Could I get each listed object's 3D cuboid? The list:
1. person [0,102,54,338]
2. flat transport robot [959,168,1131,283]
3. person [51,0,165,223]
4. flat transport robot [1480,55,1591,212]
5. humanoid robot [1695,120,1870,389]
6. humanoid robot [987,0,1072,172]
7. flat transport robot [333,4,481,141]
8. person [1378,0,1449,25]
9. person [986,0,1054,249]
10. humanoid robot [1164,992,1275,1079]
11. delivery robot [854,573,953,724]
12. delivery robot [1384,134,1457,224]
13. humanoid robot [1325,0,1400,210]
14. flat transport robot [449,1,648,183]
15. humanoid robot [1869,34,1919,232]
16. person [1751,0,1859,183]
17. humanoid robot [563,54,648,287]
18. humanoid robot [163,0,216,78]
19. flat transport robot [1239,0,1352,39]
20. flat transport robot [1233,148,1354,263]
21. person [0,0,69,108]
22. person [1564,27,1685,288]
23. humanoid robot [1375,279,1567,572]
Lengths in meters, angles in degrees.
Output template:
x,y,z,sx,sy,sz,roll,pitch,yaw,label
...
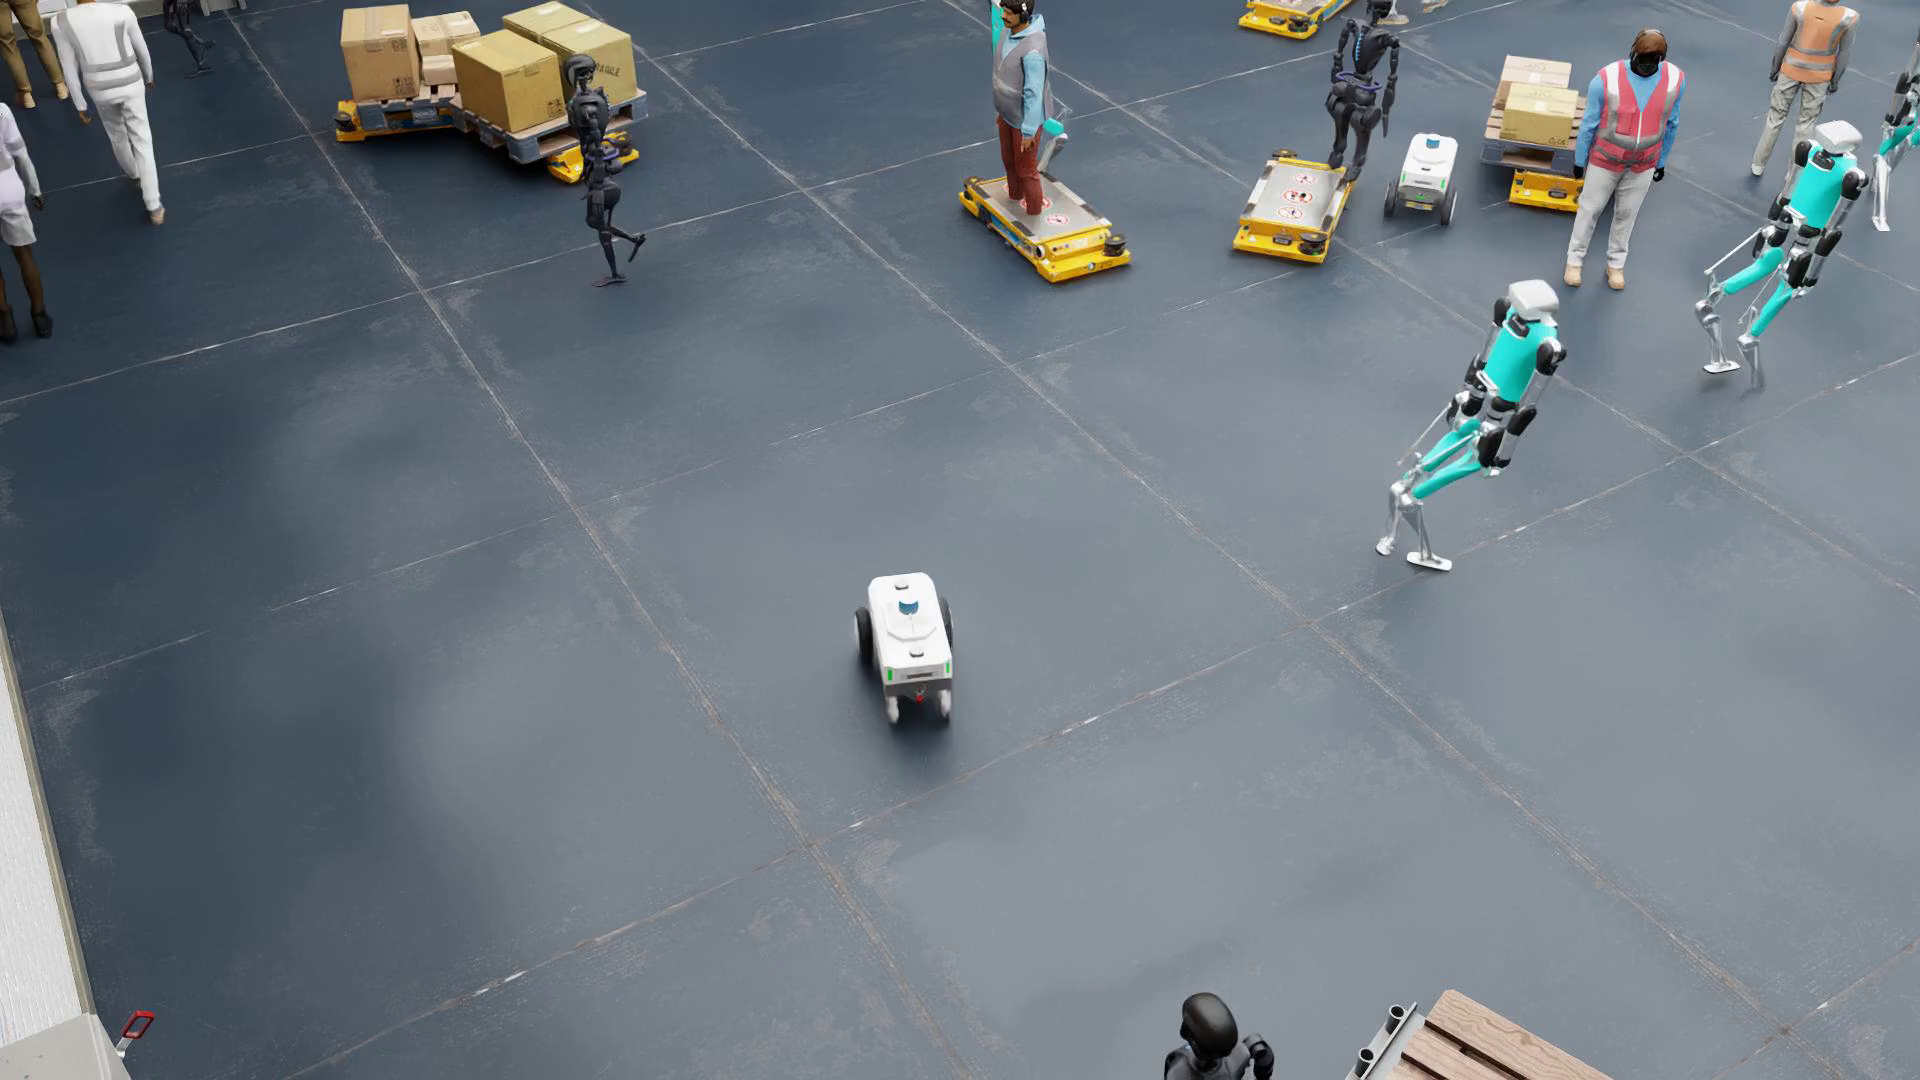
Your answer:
x,y,z,sx,sy,sz,roll,pitch,yaw,label
-6.257,-2.224,10.788,0.560,1.891,0.531,-21,43,-24,person
0.606,-2.351,12.259,0.659,0.231,1.431,-18,42,-21,flat transport robot
-6.209,-3.340,12.238,0.570,1.837,0.940,-12,40,-15,person
4.719,-2.971,13.041,0.659,0.231,1.431,13,40,15,flat transport robot
4.936,-1.668,10.255,0.753,1.833,0.545,-11,40,-13,humanoid robot
0.553,-3.309,12.330,0.713,1.850,0.530,-15,41,-18,humanoid robot
-4.436,-3.597,13.830,1.431,0.231,0.659,-9,39,-11,flat transport robot
4.286,-5.660,15.164,0.908,1.841,0.619,-11,40,-13,person
0.438,-2.995,11.786,0.415,1.872,0.528,-14,41,-17,person
0.811,2.099,5.510,0.589,1.641,0.424,-19,42,-22,humanoid robot
-0.255,0.509,8.409,0.499,0.583,0.767,-6,39,-8,delivery robot
3.525,-2.769,12.550,0.499,0.587,0.777,13,40,15,delivery robot
2.890,-3.229,12.256,0.438,1.655,0.592,-30,47,-32,humanoid robot
-3.289,-3.271,13.419,1.431,0.231,0.659,32,48,34,flat transport robot
6.984,-3.189,12.180,0.551,1.819,0.867,6,39,7,humanoid robot
6.413,-3.520,12.627,0.514,1.639,0.313,22,43,25,person
-2.403,-2.516,11.340,0.469,1.646,0.586,-14,40,-17,humanoid robot
-6.689,-4.783,14.199,0.417,1.644,0.598,-31,48,-33,humanoid robot
3.246,-5.093,15.718,0.659,0.231,1.431,22,43,26,flat transport robot
2.527,-2.515,12.465,0.659,0.231,1.431,13,40,16,flat transport robot
-7.854,-4.444,13.693,0.520,1.766,0.372,-26,45,-29,person
4.488,-2.581,11.294,0.633,1.832,0.429,3,38,4,person
2.589,-0.526,8.782,0.829,1.794,0.588,-10,40,-13,humanoid robot
